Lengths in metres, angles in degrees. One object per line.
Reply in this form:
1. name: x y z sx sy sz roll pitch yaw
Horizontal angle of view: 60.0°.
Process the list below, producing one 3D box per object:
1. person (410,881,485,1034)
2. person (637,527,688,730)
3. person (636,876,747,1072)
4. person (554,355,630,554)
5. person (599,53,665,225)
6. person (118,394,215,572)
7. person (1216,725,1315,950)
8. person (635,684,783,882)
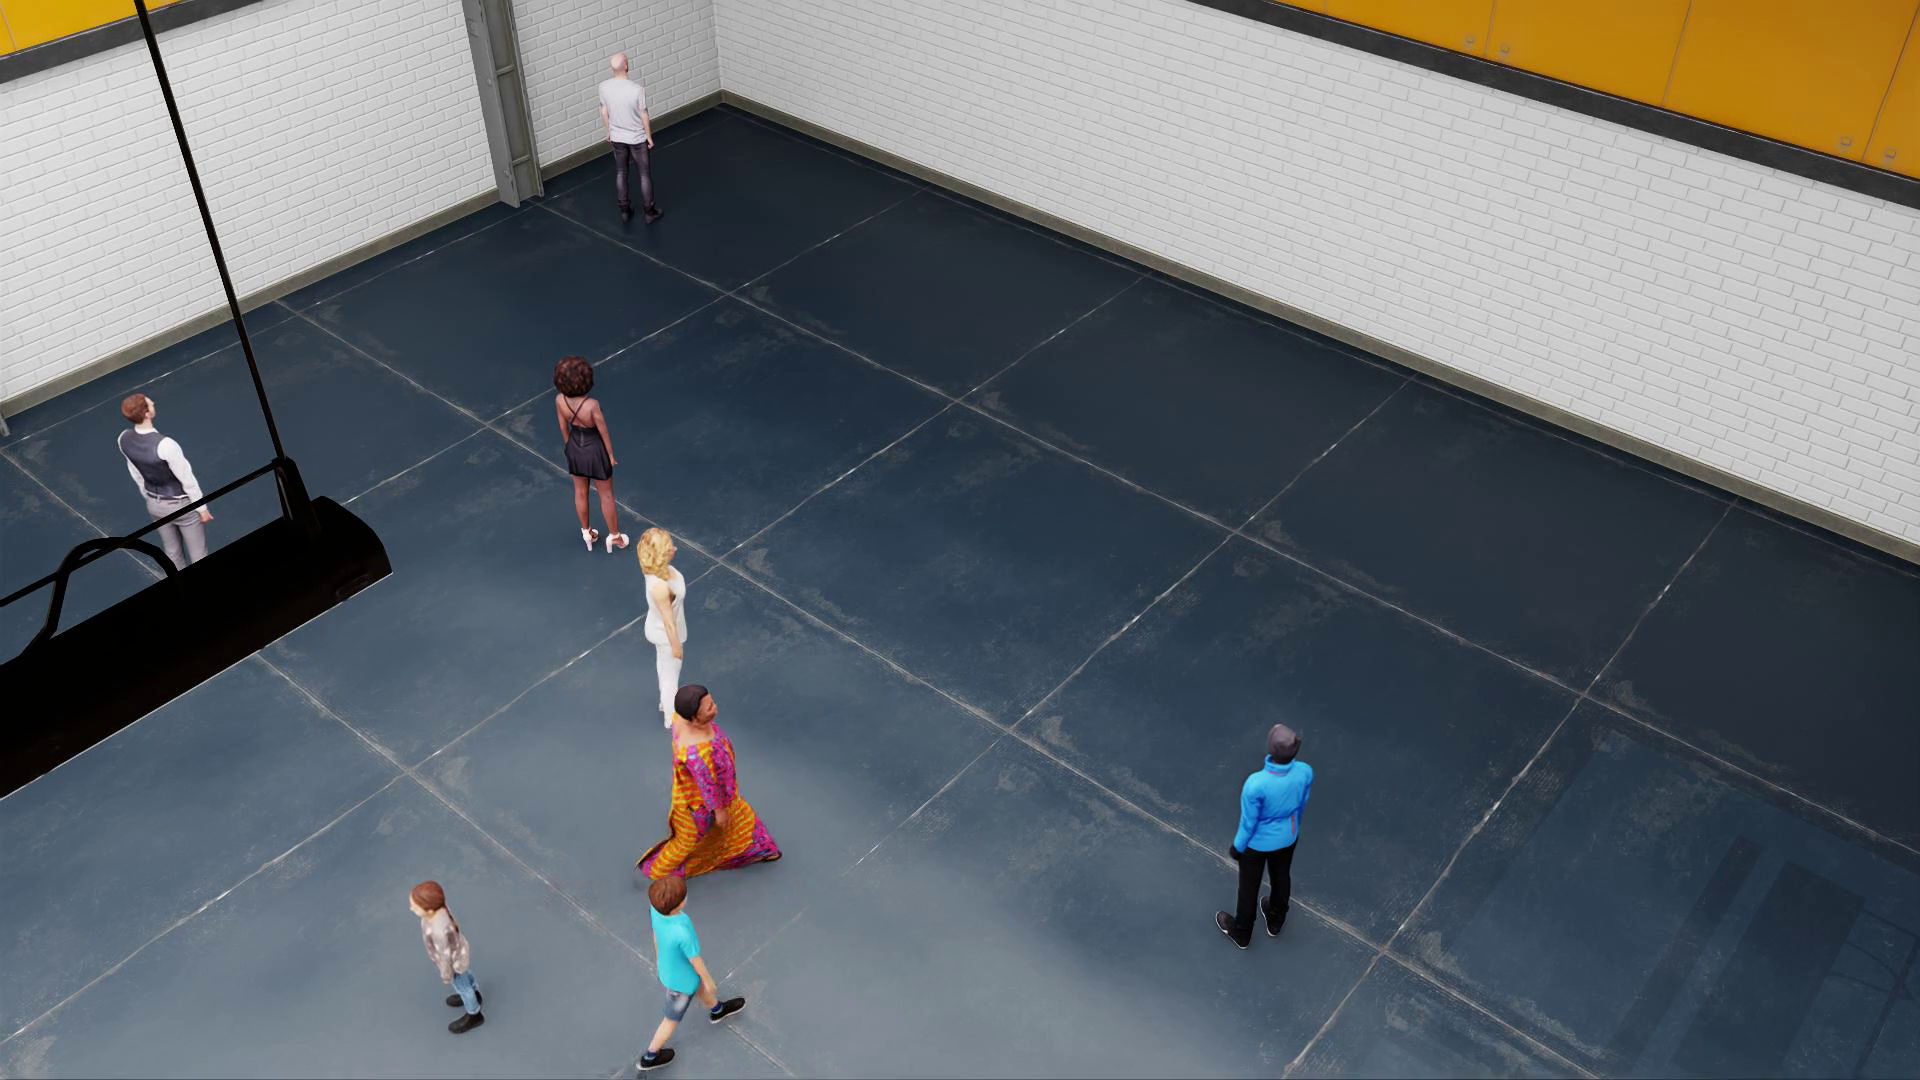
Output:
1. person: -2.956 2.391 9.652 0.577 1.191 0.545 -12 40 -14
2. person: -2.046 0.598 11.514 0.708 1.671 0.693 -12 40 -15
3. person: -1.641 2.460 9.386 1.029 1.416 0.704 -24 45 -27
4. person: -2.899 -0.651 12.981 0.632 1.790 0.651 10 40 12
5. person: -3.471 -4.201 17.394 0.753 1.830 0.740 8 39 10
6. person: -5.866 -0.273 12.389 0.740 1.938 0.710 11 40 13
7. person: 1.851 1.779 9.936 0.634 1.794 0.752 -15 41 -18
8. person: -1.655 1.549 10.337 1.240 1.652 1.127 -6 39 -8
